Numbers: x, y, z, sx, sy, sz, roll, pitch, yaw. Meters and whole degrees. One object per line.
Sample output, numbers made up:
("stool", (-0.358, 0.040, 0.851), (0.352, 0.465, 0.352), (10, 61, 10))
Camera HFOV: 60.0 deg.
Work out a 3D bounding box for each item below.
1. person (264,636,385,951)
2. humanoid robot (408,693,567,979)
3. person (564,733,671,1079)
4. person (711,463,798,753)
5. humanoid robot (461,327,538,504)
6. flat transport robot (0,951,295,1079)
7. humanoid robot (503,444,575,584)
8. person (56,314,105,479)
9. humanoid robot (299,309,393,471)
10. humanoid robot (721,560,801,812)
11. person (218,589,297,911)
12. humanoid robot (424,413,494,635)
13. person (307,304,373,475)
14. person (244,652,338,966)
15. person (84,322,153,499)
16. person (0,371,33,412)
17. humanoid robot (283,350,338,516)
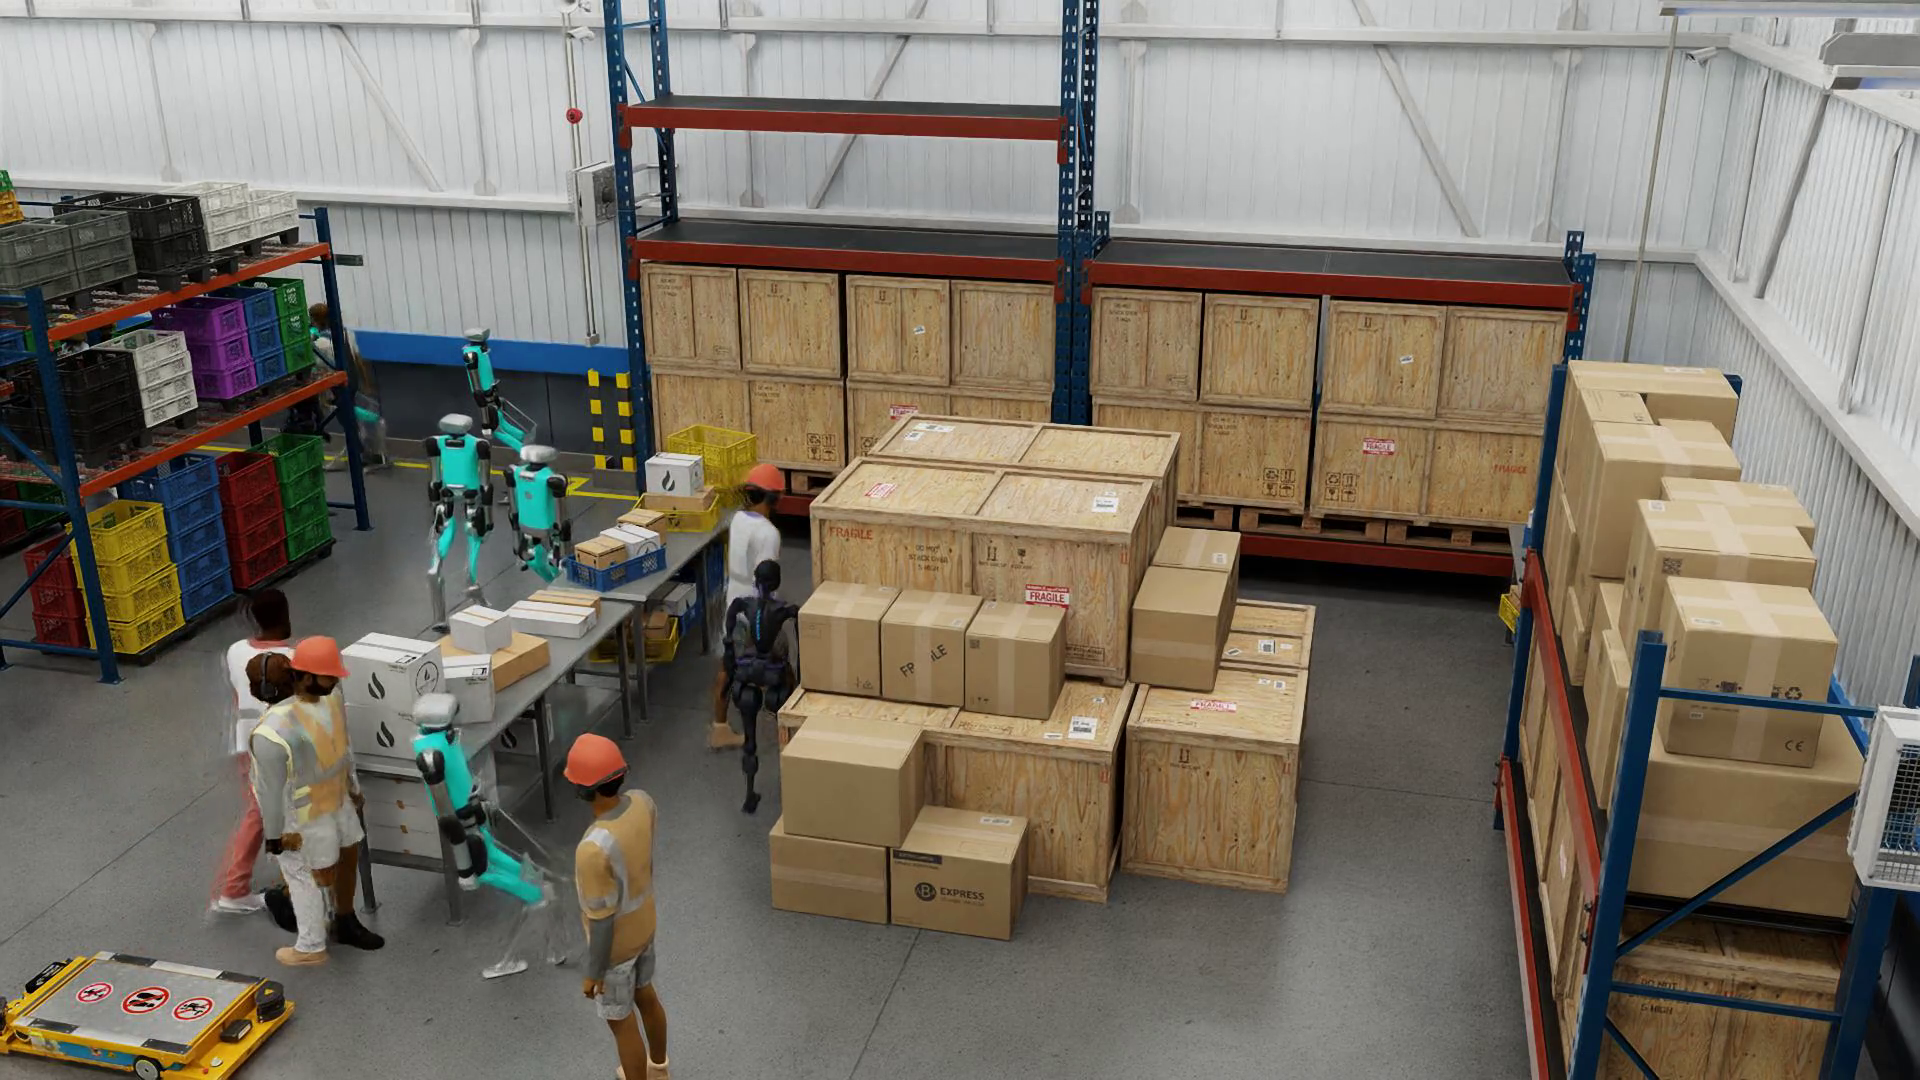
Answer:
("person", (-3.550, 1.409, 9.070), (0.596, 1.900, 0.589), (5, 22, 14))
("humanoid robot", (-2.408, 1.626, 8.842), (0.832, 1.832, 0.549), (-5, 21, -13))
("person", (-1.616, 1.834, 7.768), (0.384, 2.039, 0.613), (5, 21, 13))
("person", (-1.381, 0.449, 11.500), (1.058, 1.957, 0.608), (-19, 28, -40))
("humanoid robot", (-4.358, -1.213, 16.061), (0.742, 1.719, 0.530), (-1, 21, -3))
("flat transport robot", (-4.270, 2.464, 8.601), (1.431, 0.231, 0.659), (5, 22, 13))
("humanoid robot", (-3.071, 0.061, 12.935), (0.561, 1.849, 0.842), (9, 23, 22))
("person", (-8.802, -1.413, 16.677), (0.491, 1.741, 0.310), (11, 24, 27))
("humanoid robot", (-6.184, -1.519, 16.992), (0.886, 1.753, 0.541), (-7, 22, -18))
("humanoid robot", (-1.259, 0.889, 10.786), (0.612, 1.630, 0.731), (4, 21, 11))
("person", (-3.974, 1.217, 9.650), (0.642, 1.868, 0.989), (8, 22, 20))
("humanoid robot", (-4.043, -0.050, 13.198), (0.534, 1.782, 1.018), (2, 21, 6))
("person", (-6.331, -1.535, 16.906), (0.618, 1.805, 0.592), (10, 23, 25))
("person", (-3.612, 1.451, 9.062), (0.430, 1.837, 0.623), (3, 21, 9))
("person", (-8.259, -1.329, 16.303), (0.344, 1.859, 0.502), (14, 25, 32))
("person", (-9.410, -1.368, 16.405), (0.332, 1.861, 0.499), (9, 23, 21))
("humanoid robot", (-6.273, -1.012, 15.747), (0.571, 1.638, 0.590), (2, 21, 6))
